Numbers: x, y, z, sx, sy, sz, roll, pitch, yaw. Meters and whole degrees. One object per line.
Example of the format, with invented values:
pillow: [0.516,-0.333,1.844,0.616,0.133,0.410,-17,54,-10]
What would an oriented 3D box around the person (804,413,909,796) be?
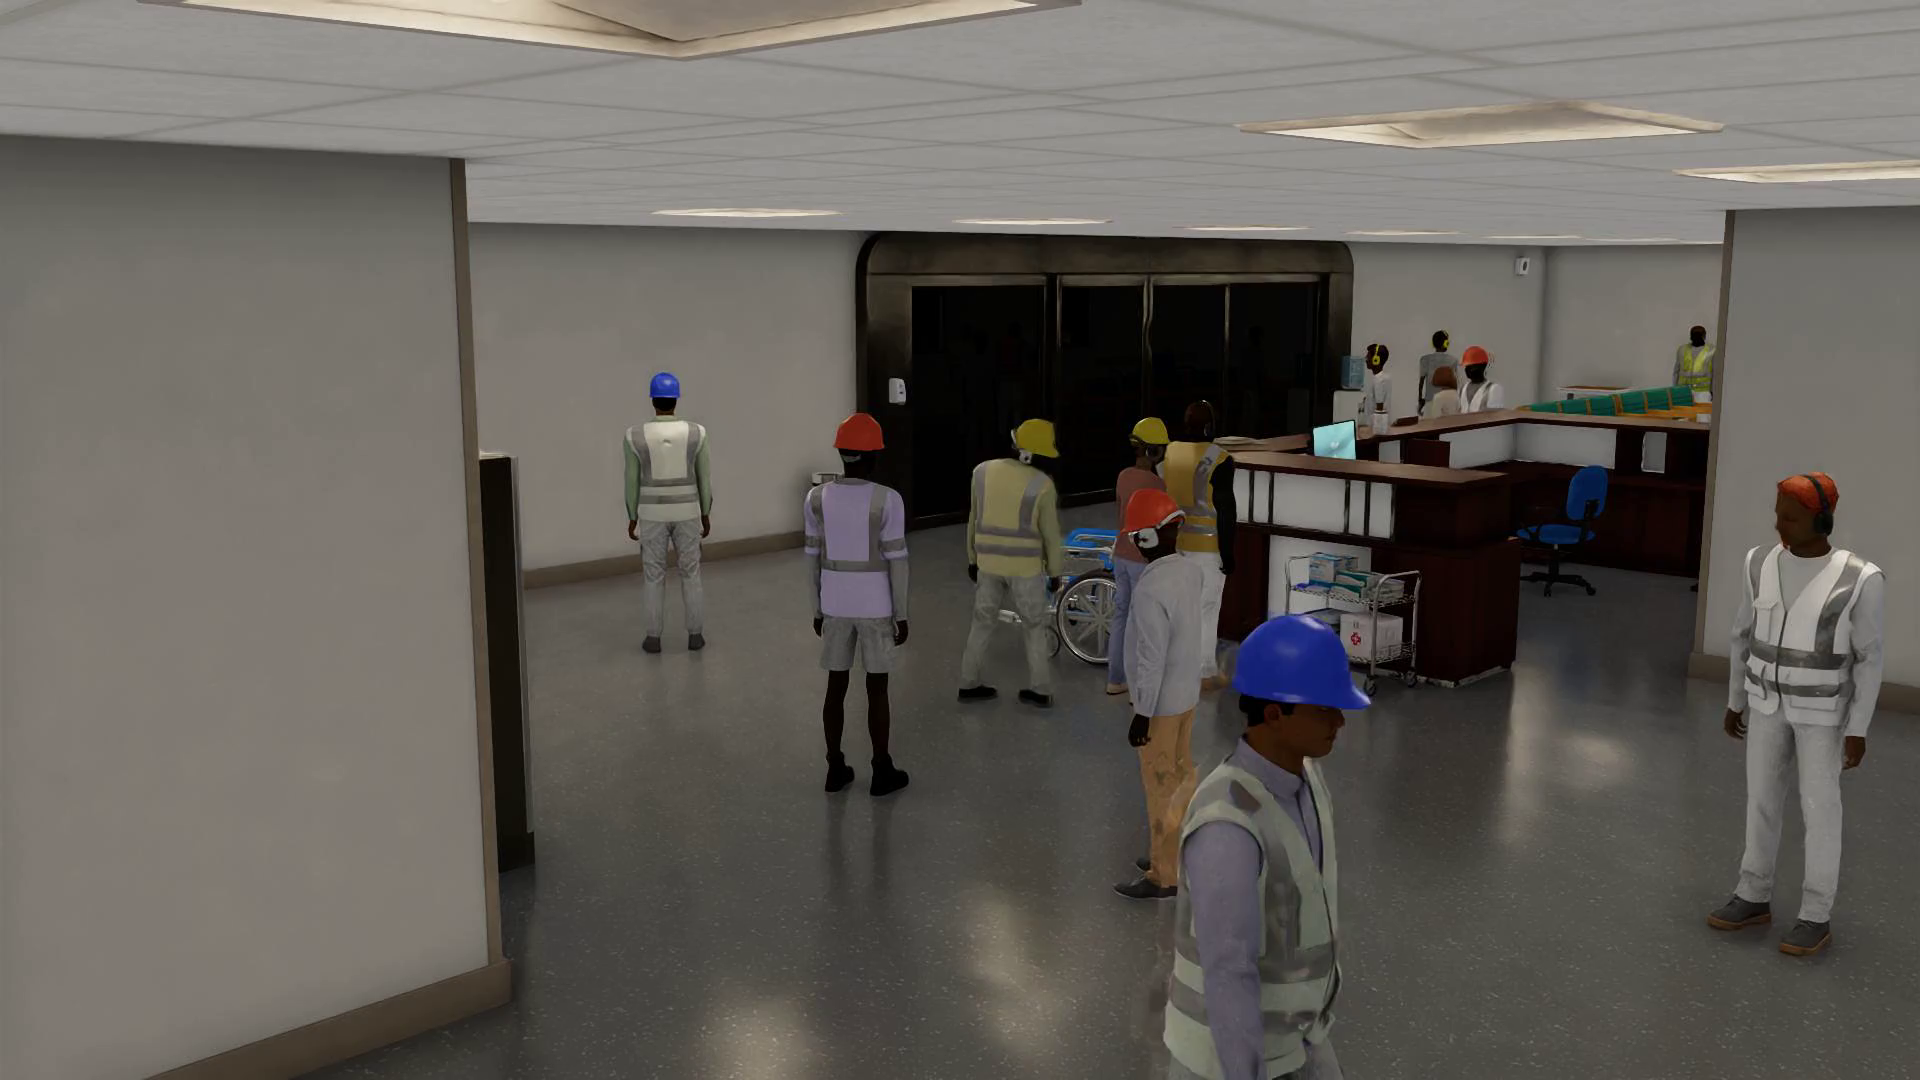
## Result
person: [-0.508,0.329,8.408,0.545,1.938,0.361,3,10,18]

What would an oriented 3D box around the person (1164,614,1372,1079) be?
person: [0.765,1.111,3.685,0.975,1.902,0.647,6,11,31]

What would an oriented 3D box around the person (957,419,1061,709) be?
person: [0.317,0.145,10.031,0.620,1.776,0.413,5,10,26]

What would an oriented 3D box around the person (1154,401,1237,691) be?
person: [1.509,0.035,10.551,0.430,1.836,0.618,-7,12,-36]

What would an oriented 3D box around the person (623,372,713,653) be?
person: [-2.016,-0.185,11.521,0.605,1.948,0.385,-3,10,-15]

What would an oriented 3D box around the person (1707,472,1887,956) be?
person: [3.268,0.667,6.495,0.339,1.882,0.581,-6,11,-31]

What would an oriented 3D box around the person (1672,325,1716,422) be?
person: [10.672,-2.193,24.171,0.633,1.841,0.429,7,12,38]

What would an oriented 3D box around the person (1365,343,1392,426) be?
person: [4.401,-1.143,17.635,0.327,1.874,0.520,4,10,21]

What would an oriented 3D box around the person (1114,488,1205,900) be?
person: [0.829,0.648,7.041,0.347,1.741,0.564,5,10,26]

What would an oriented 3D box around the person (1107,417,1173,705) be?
person: [1.130,0.126,10.217,0.349,1.758,0.522,-4,10,-24]

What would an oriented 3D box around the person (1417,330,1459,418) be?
person: [6.171,-1.769,21.499,0.512,1.866,0.330,4,10,21]

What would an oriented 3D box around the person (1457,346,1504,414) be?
person: [5.120,-0.958,16.385,0.754,1.914,0.557,-6,11,-32]
